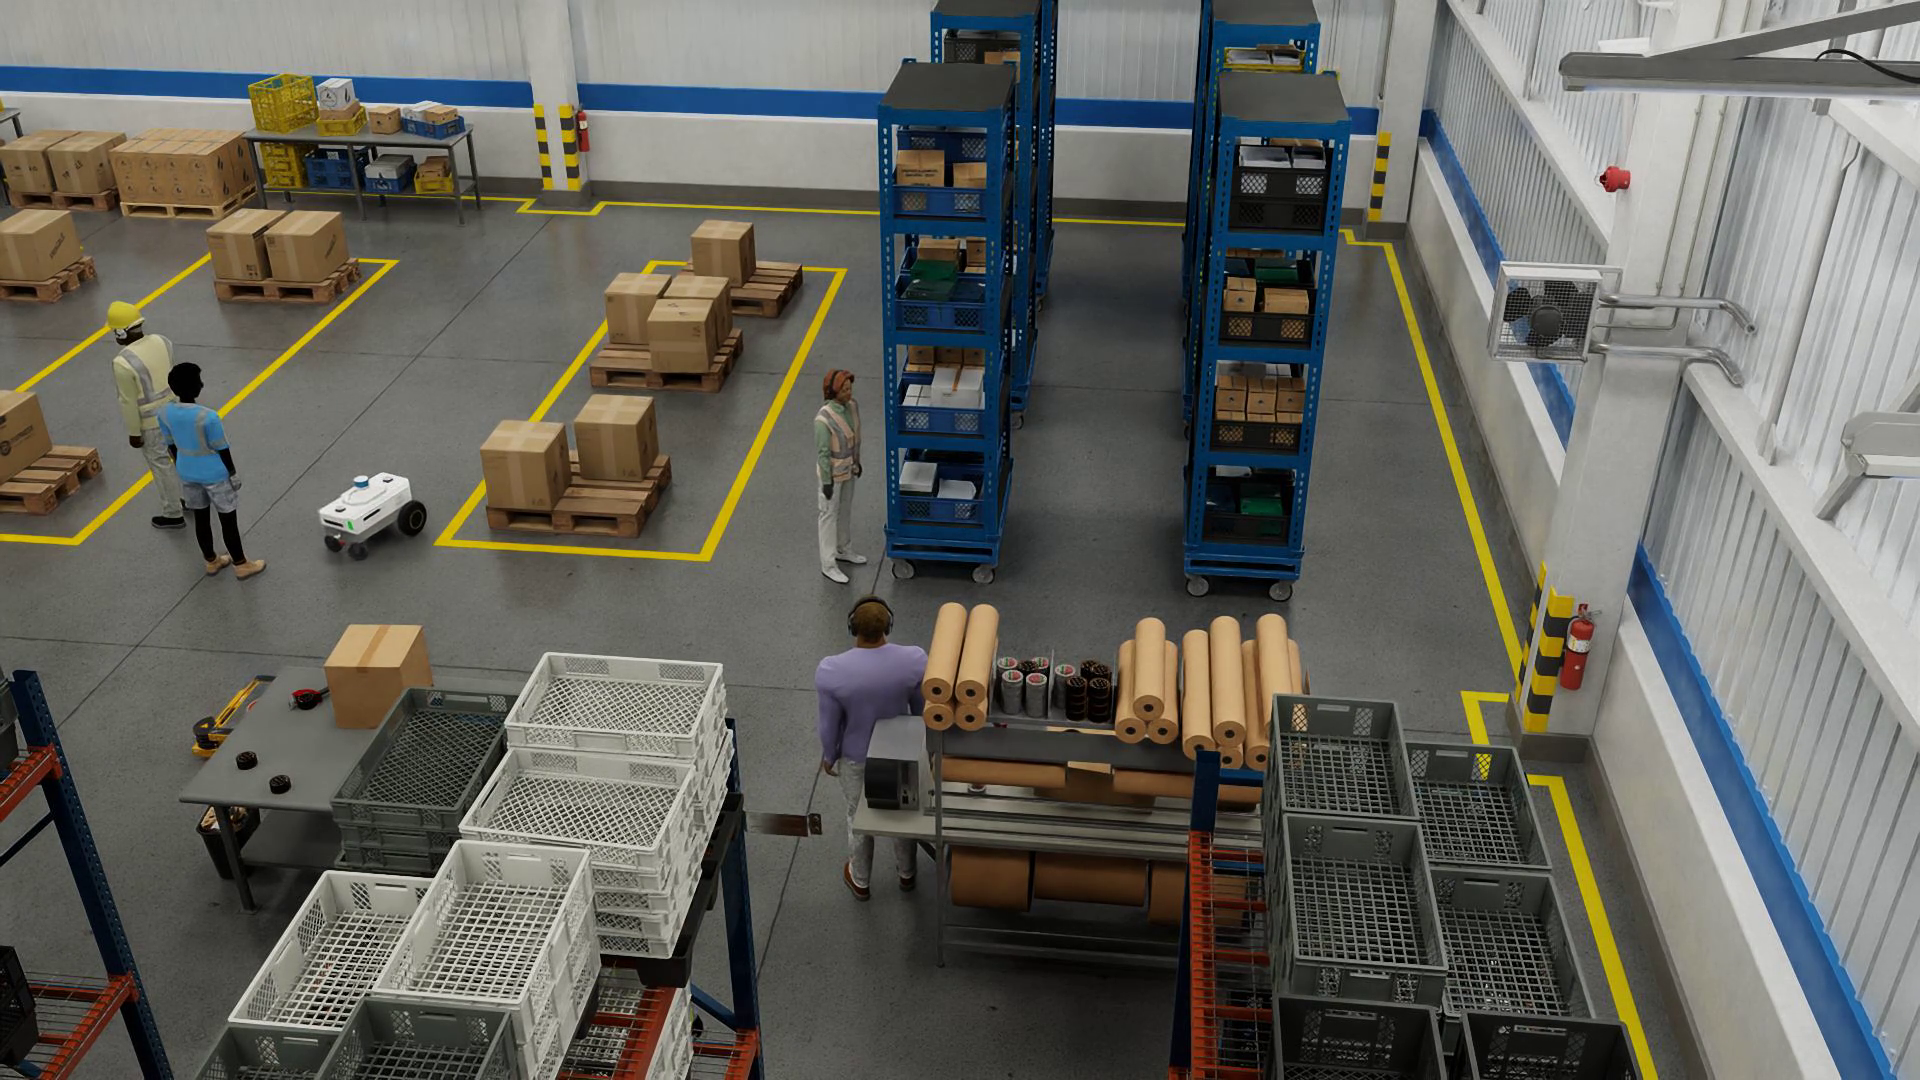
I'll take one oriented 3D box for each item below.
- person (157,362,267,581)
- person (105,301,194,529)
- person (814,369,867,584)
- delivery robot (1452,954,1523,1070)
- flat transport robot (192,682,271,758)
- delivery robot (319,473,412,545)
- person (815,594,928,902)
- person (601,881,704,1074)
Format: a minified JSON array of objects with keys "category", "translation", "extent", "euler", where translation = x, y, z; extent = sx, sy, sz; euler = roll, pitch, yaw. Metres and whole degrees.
[{"category":"person","translation":[-5.468,-0.488,12.080],"extent":[0.531,1.692,0.320],"euler":[9,31,15]},{"category":"person","translation":[-6.202,-0.969,12.779],"extent":[0.403,1.826,0.589],"euler":[5,31,9]},{"category":"person","translation":[-0.879,-0.493,12.139],"extent":[0.314,1.641,0.515],"euler":[14,33,22]},{"category":"delivery robot","translation":[2.697,2.312,8.304],"extent":[0.477,0.478,0.707],"euler":[2,30,4]},{"category":"flat transport robot","translation":[-4.089,1.163,10.648],"extent":[1.431,0.197,0.652],"euler":[3,30,6]},{"category":"delivery robot","translation":[-4.539,-0.256,12.716],"extent":[0.477,0.478,0.707],"euler":[13,33,21]},{"category":"person","translation":[-0.461,1.134,9.054],"extent":[0.631,1.940,0.372],"euler":[-7,31,-12]},{"category":"person","translation":[-1.376,2.208,7.303],"extent":[0.429,1.843,0.629],"euler":[22,36,32]}]
